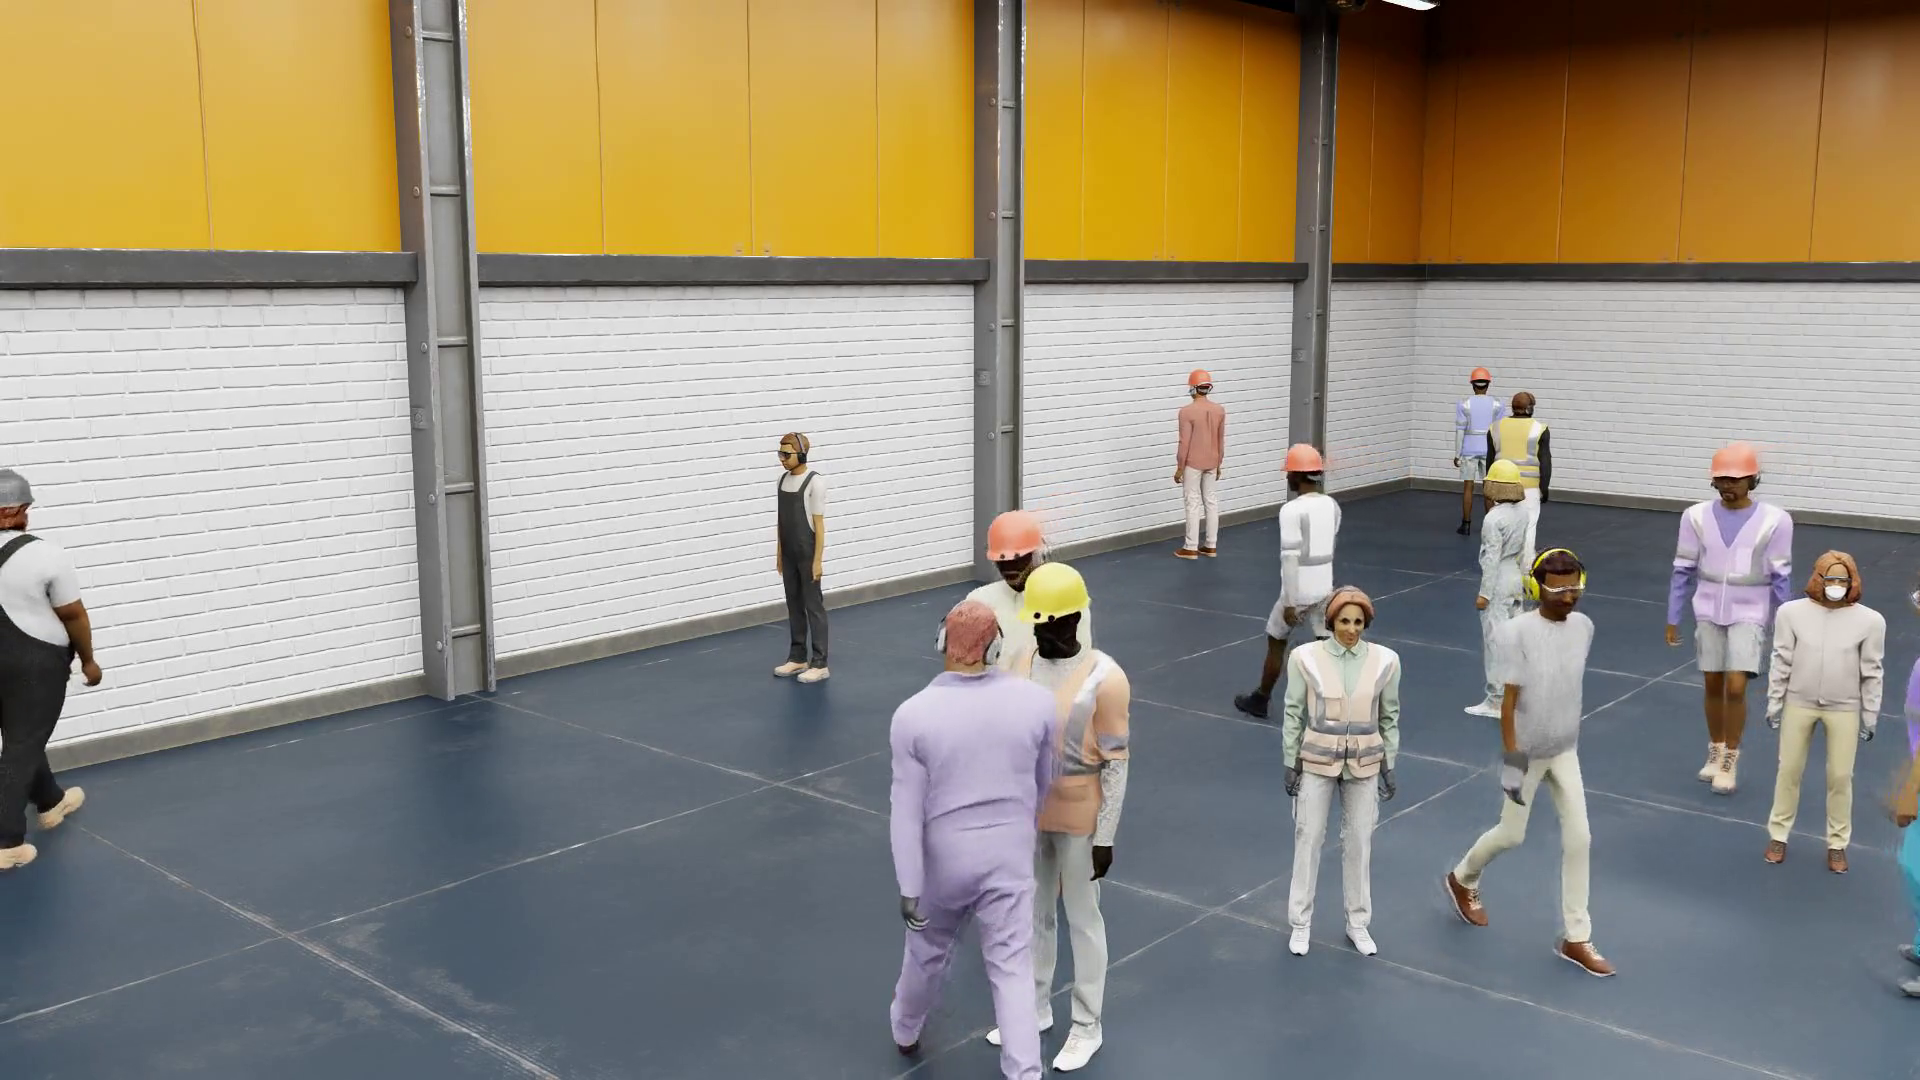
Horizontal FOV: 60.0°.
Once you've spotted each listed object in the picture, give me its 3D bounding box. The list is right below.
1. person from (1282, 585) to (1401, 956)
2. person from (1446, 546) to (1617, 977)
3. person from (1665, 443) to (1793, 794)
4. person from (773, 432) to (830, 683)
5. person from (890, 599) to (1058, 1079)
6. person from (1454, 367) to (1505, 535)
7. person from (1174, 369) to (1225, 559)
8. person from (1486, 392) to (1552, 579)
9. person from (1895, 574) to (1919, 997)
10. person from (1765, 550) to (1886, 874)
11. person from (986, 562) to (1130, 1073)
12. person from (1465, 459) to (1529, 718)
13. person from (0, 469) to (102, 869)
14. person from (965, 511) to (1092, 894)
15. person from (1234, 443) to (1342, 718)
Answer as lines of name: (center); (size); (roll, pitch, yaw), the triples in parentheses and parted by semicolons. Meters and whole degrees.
person: (1.663, 1.008, 7.294); (0.511, 1.638, 0.308); (0, 9, 1)
person: (2.520, 0.912, 7.321); (0.517, 1.837, 0.859); (-3, 10, -18)
person: (4.396, 0.452, 9.594); (0.636, 2.016, 0.720); (8, 12, 42)
person: (-1.176, 0.121, 12.240); (0.505, 1.842, 0.332); (9, 12, 43)
person: (0.042, 1.121, 5.996); (0.641, 1.837, 1.071); (-3, 9, -16)
person: (5.938, -1.011, 19.063); (0.543, 1.928, 0.370); (1, 9, 7)
person: (2.509, -0.796, 17.498); (0.623, 1.993, 0.384); (-6, 11, -32)
person: (5.501, -0.539, 16.372); (0.632, 1.840, 0.429); (7, 11, 37)
person: (4.118, 0.986, 6.916); (0.383, 1.808, 0.675); (9, 13, 44)
person: (4.316, 0.852, 8.321); (0.506, 1.628, 0.282); (5, 11, 31)
person: (0.363, 1.028, 6.276); (0.586, 1.923, 0.371); (8, 12, 43)
person: (3.639, 0.324, 11.251); (0.493, 1.743, 0.297); (-9, 13, -44)
person: (-4.839, 0.602, 8.579); (0.686, 2.000, 1.026); (1, 9, 7)
person: (0.344, 0.808, 7.581); (0.650, 1.950, 0.966); (3, 9, 17)
person: (2.257, 0.309, 10.915); (0.566, 1.885, 0.987); (-7, 11, -37)
